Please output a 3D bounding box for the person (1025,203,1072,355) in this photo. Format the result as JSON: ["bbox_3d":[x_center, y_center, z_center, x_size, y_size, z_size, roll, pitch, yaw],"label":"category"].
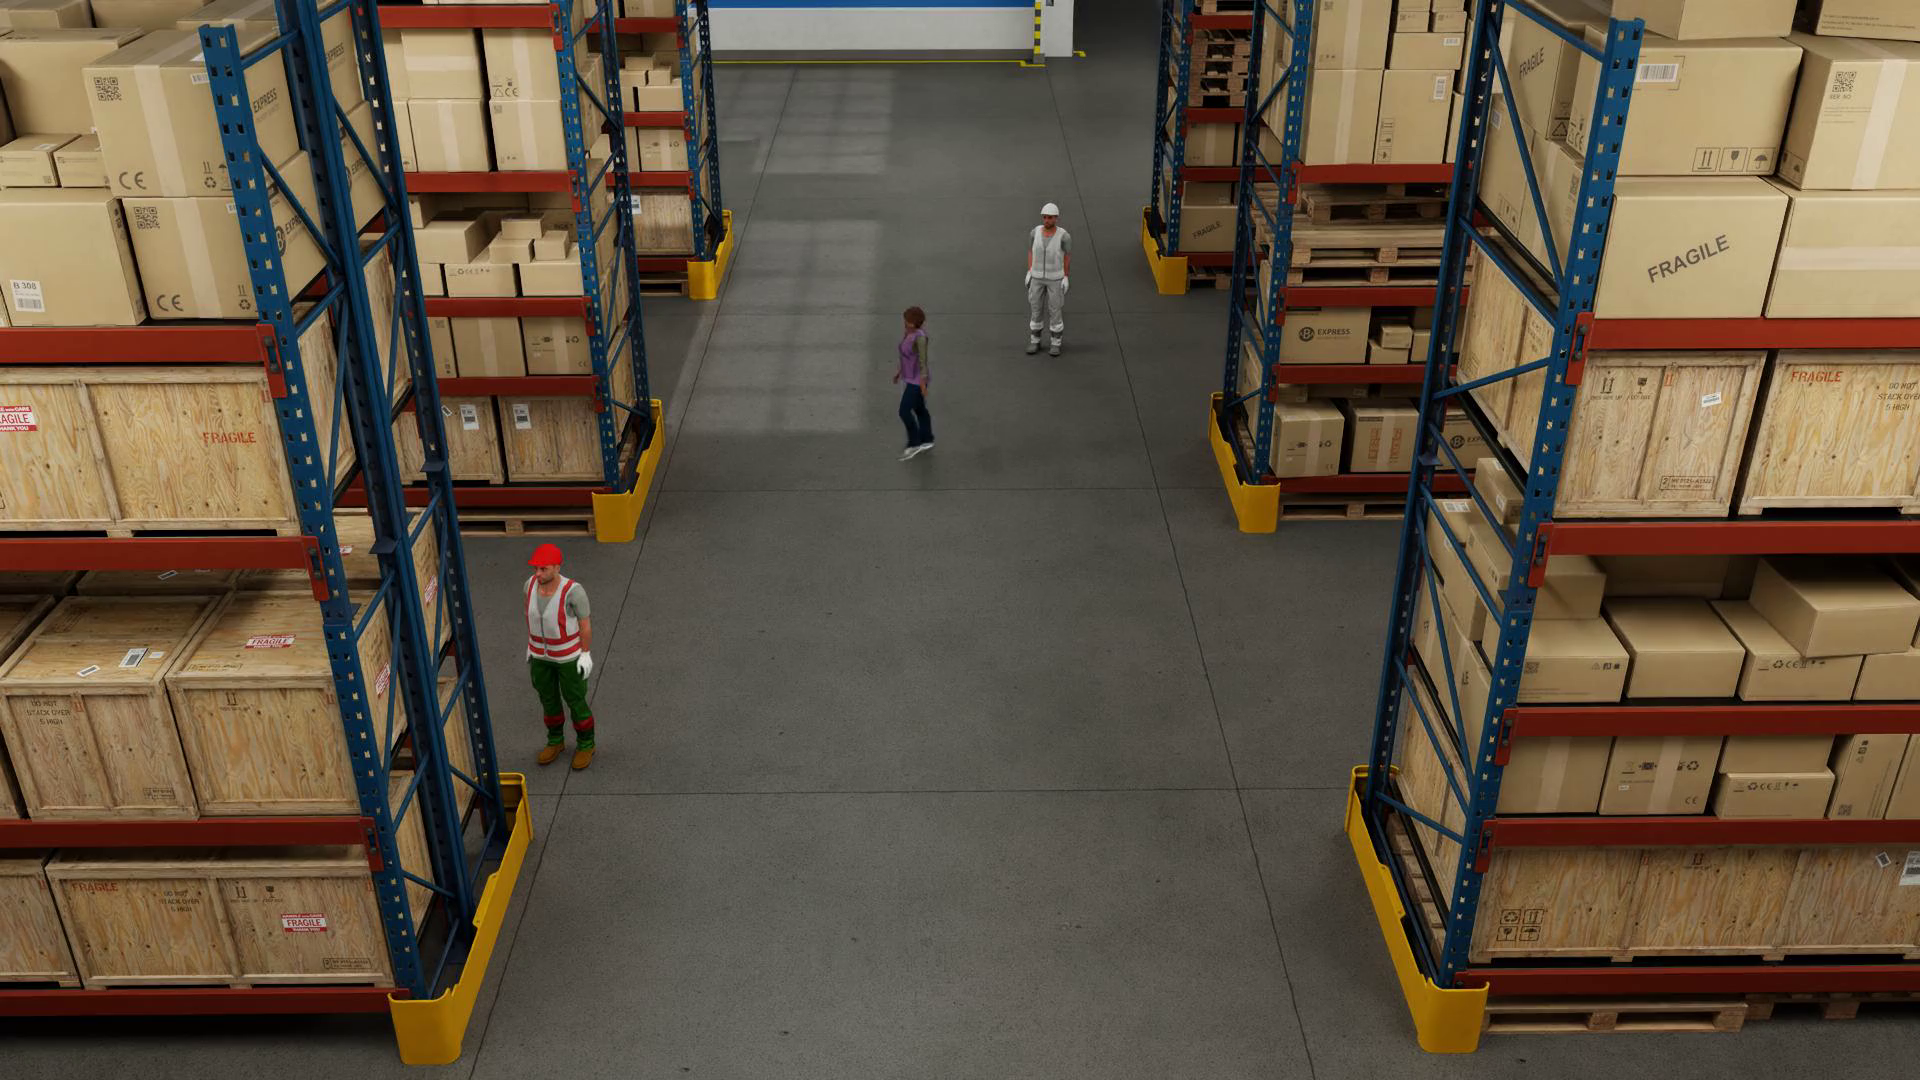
[{"bbox_3d":[1.016,-3.074,19.598,0.537,1.792,0.395,8,29,14],"label":"person"}]

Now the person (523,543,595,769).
[{"bbox_3d":[-2.991,0.854,12.290,0.544,1.794,0.391,8,29,14],"label":"person"}]

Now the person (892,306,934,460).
[{"bbox_3d":[-0.469,-1.634,17.095,0.417,1.616,0.430,-7,29,-13],"label":"person"}]
